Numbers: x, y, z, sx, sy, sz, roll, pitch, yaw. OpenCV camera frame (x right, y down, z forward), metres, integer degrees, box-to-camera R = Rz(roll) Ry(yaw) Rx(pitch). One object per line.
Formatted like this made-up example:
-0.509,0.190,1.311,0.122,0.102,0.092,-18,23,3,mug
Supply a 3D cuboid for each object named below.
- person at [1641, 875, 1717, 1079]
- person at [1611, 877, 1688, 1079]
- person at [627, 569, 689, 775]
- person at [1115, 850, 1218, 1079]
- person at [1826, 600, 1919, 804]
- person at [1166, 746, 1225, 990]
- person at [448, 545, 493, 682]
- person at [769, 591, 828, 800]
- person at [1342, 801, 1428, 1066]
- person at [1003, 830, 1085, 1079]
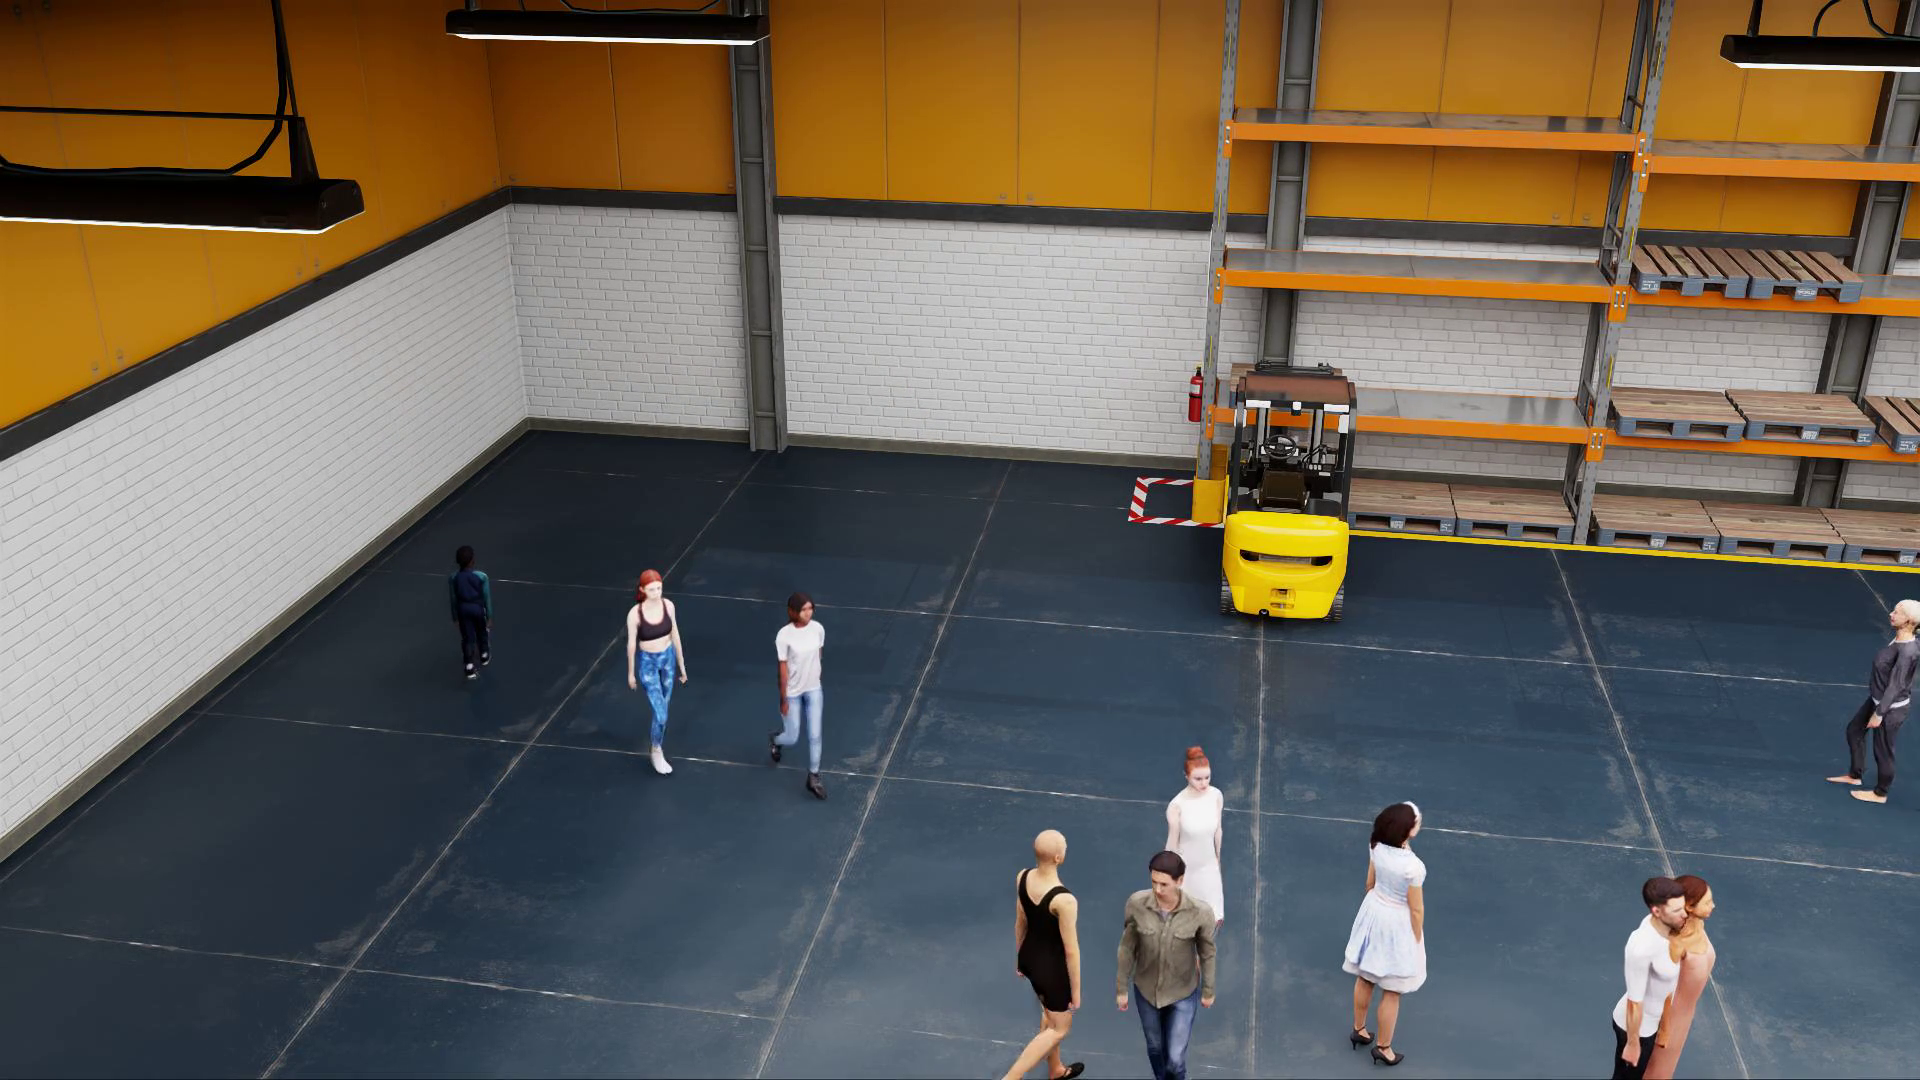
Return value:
3.995,2.671,9.386,0.673,1.831,0.667,19,30,37,person
3.821,2.683,9.333,0.752,1.851,0.755,19,30,36,person
-2.458,1.025,13.223,0.732,1.773,0.793,-19,30,-37,person
1.218,2.546,9.654,0.715,1.845,0.834,8,25,18,person
7.218,1.254,12.771,0.729,1.716,0.709,10,26,22,person
1.457,2.091,10.773,0.724,1.783,0.796,-8,25,-19,person
-4.342,0.658,14.736,0.880,1.234,0.752,-4,24,-8,person
-1.285,1.171,12.976,0.952,1.704,1.013,-16,28,-32,person
2.596,2.379,10.071,0.916,1.816,0.859,-14,27,-29,person
0.433,2.547,9.718,1.087,1.793,1.033,-15,28,-30,person
